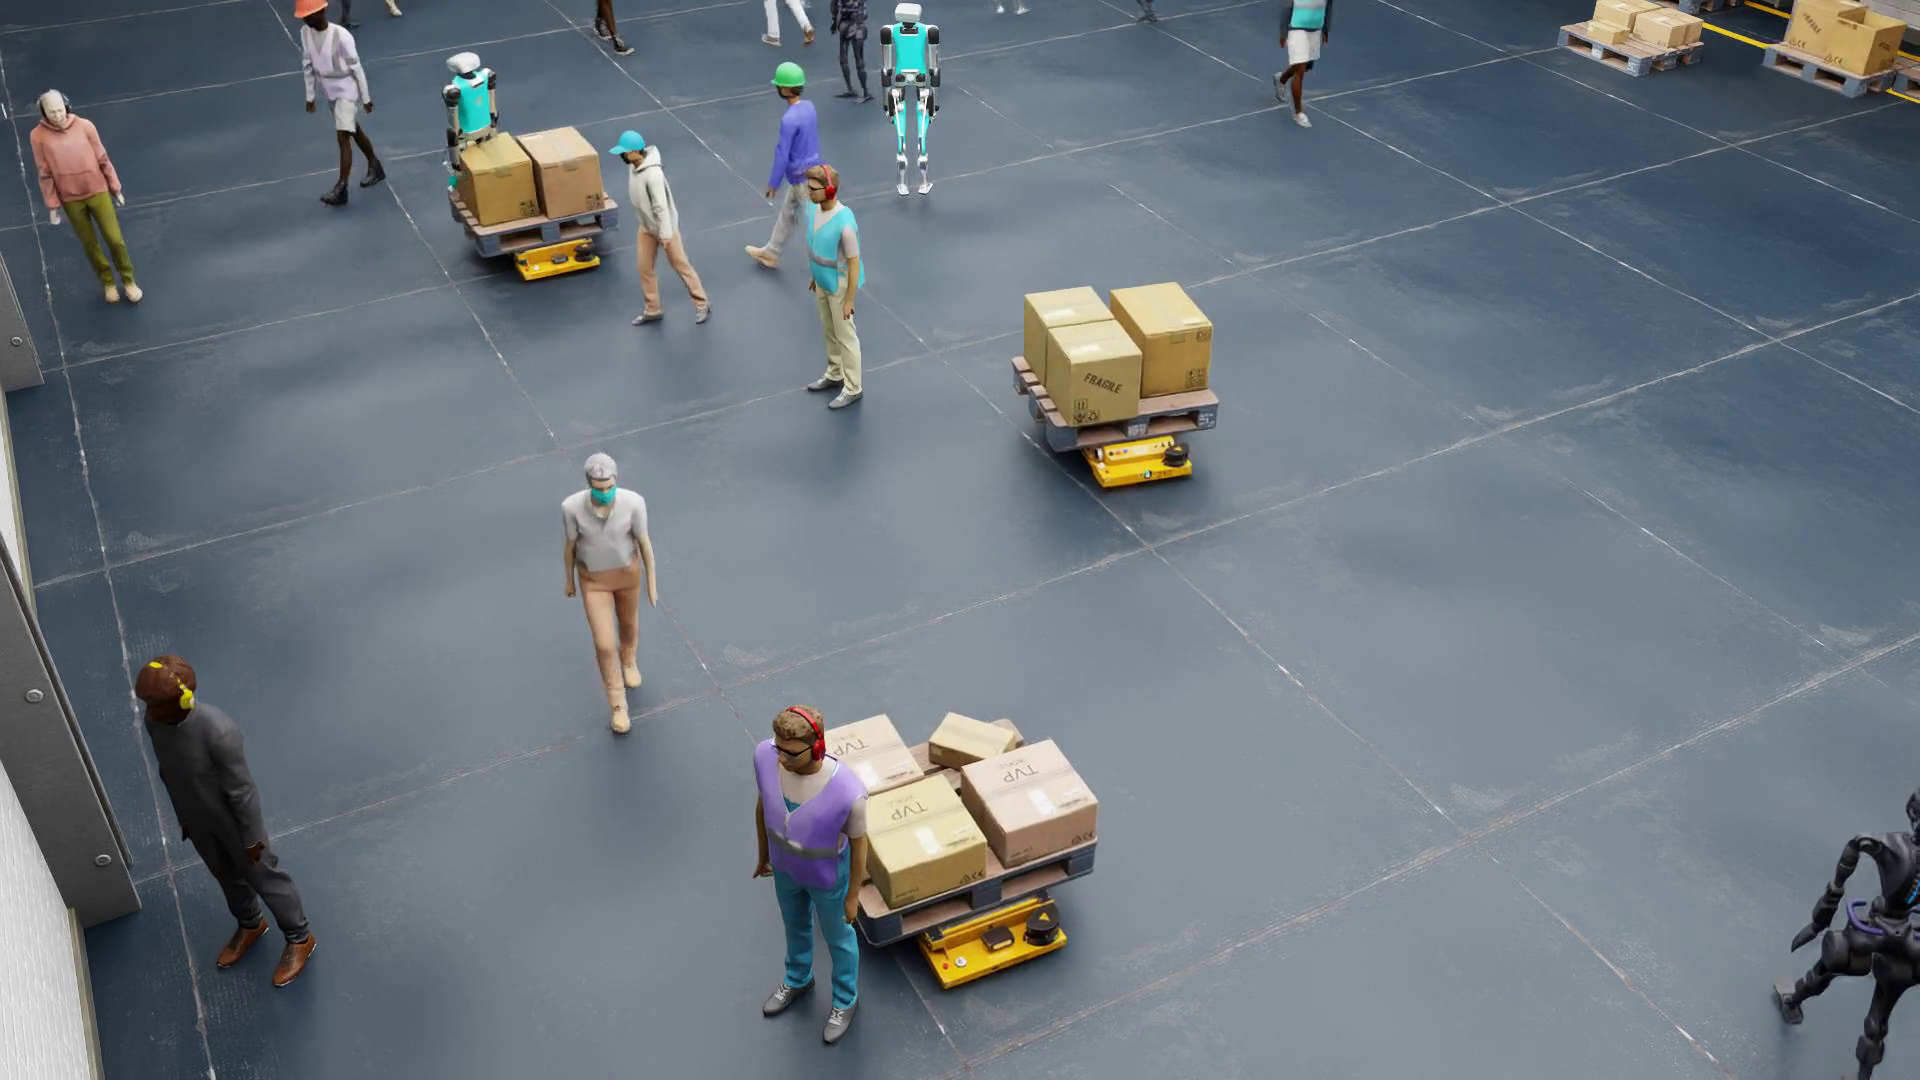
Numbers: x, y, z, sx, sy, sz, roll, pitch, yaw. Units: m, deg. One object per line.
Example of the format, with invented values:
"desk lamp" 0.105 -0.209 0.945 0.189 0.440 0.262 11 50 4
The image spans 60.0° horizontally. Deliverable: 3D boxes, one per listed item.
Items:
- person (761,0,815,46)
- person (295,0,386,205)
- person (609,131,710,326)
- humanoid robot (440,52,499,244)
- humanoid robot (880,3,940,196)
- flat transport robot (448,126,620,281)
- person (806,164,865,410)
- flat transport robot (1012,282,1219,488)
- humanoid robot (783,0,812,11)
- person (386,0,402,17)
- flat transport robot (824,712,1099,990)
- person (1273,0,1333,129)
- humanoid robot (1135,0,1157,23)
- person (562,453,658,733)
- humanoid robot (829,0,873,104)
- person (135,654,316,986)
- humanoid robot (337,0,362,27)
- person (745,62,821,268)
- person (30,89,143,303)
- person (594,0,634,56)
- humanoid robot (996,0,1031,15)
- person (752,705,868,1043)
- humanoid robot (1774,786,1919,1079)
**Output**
"person" -1.994 -6.376 18.435 0.596 1.860 0.685 -29 44 -35
"person" -5.691 -4.000 15.013 0.546 1.887 0.979 18 39 23
"person" -2.334 -2.446 13.024 0.673 1.628 0.483 -26 43 -32
"humanoid robot" -4.268 -3.297 14.170 0.837 1.808 0.564 19 39 25
"humanoid robot" -0.446 -3.860 14.831 0.533 1.677 0.735 1 35 1
"flat transport robot" -3.698 -2.674 14.533 0.659 0.231 1.431 -18 39 -23
"person" -0.890 -1.829 11.953 0.378 1.844 0.565 -19 39 -25
"flat transport robot" 1.094 -0.861 11.945 0.659 0.231 1.431 -9 36 -13
"humanoid robot" -1.850 -7.050 19.385 0.735 1.677 0.533 -19 39 -25
"person" -6.838 -7.136 19.685 0.527 1.665 0.809 -26 43 -32
"flat transport robot" -0.077 1.610 8.417 0.659 0.231 1.431 -15 38 -20
"person" 3.432 -5.180 16.686 0.569 1.913 0.807 -15 38 -20
"humanoid robot" 2.165 -6.834 19.243 0.336 1.644 0.601 20 40 26
"person" -1.910 0.247 9.118 0.493 1.697 0.814 -10 36 -14
"humanoid robot" -1.115 -5.332 17.097 0.377 1.649 0.601 -21 40 -27
"person" -3.340 1.258 7.533 0.488 1.867 0.344 13 37 18
"humanoid robot" -7.190 -6.783 19.178 0.353 1.651 0.600 3 35 5
"person" -1.366 -3.011 13.661 0.965 1.819 0.480 9 36 13
"person" -6.978 -2.718 13.247 0.553 1.814 0.556 -14 37 -19
"person" -3.968 -6.442 18.493 0.994 1.906 0.598 30 45 35
"humanoid robot" 0.570 -7.083 19.541 0.578 1.752 0.774 13 37 18
"person" -0.644 1.436 7.291 0.565 1.846 0.390 18 39 24
"humanoid robot" 3.937 1.686 7.123 0.609 1.621 0.763 7 36 9
